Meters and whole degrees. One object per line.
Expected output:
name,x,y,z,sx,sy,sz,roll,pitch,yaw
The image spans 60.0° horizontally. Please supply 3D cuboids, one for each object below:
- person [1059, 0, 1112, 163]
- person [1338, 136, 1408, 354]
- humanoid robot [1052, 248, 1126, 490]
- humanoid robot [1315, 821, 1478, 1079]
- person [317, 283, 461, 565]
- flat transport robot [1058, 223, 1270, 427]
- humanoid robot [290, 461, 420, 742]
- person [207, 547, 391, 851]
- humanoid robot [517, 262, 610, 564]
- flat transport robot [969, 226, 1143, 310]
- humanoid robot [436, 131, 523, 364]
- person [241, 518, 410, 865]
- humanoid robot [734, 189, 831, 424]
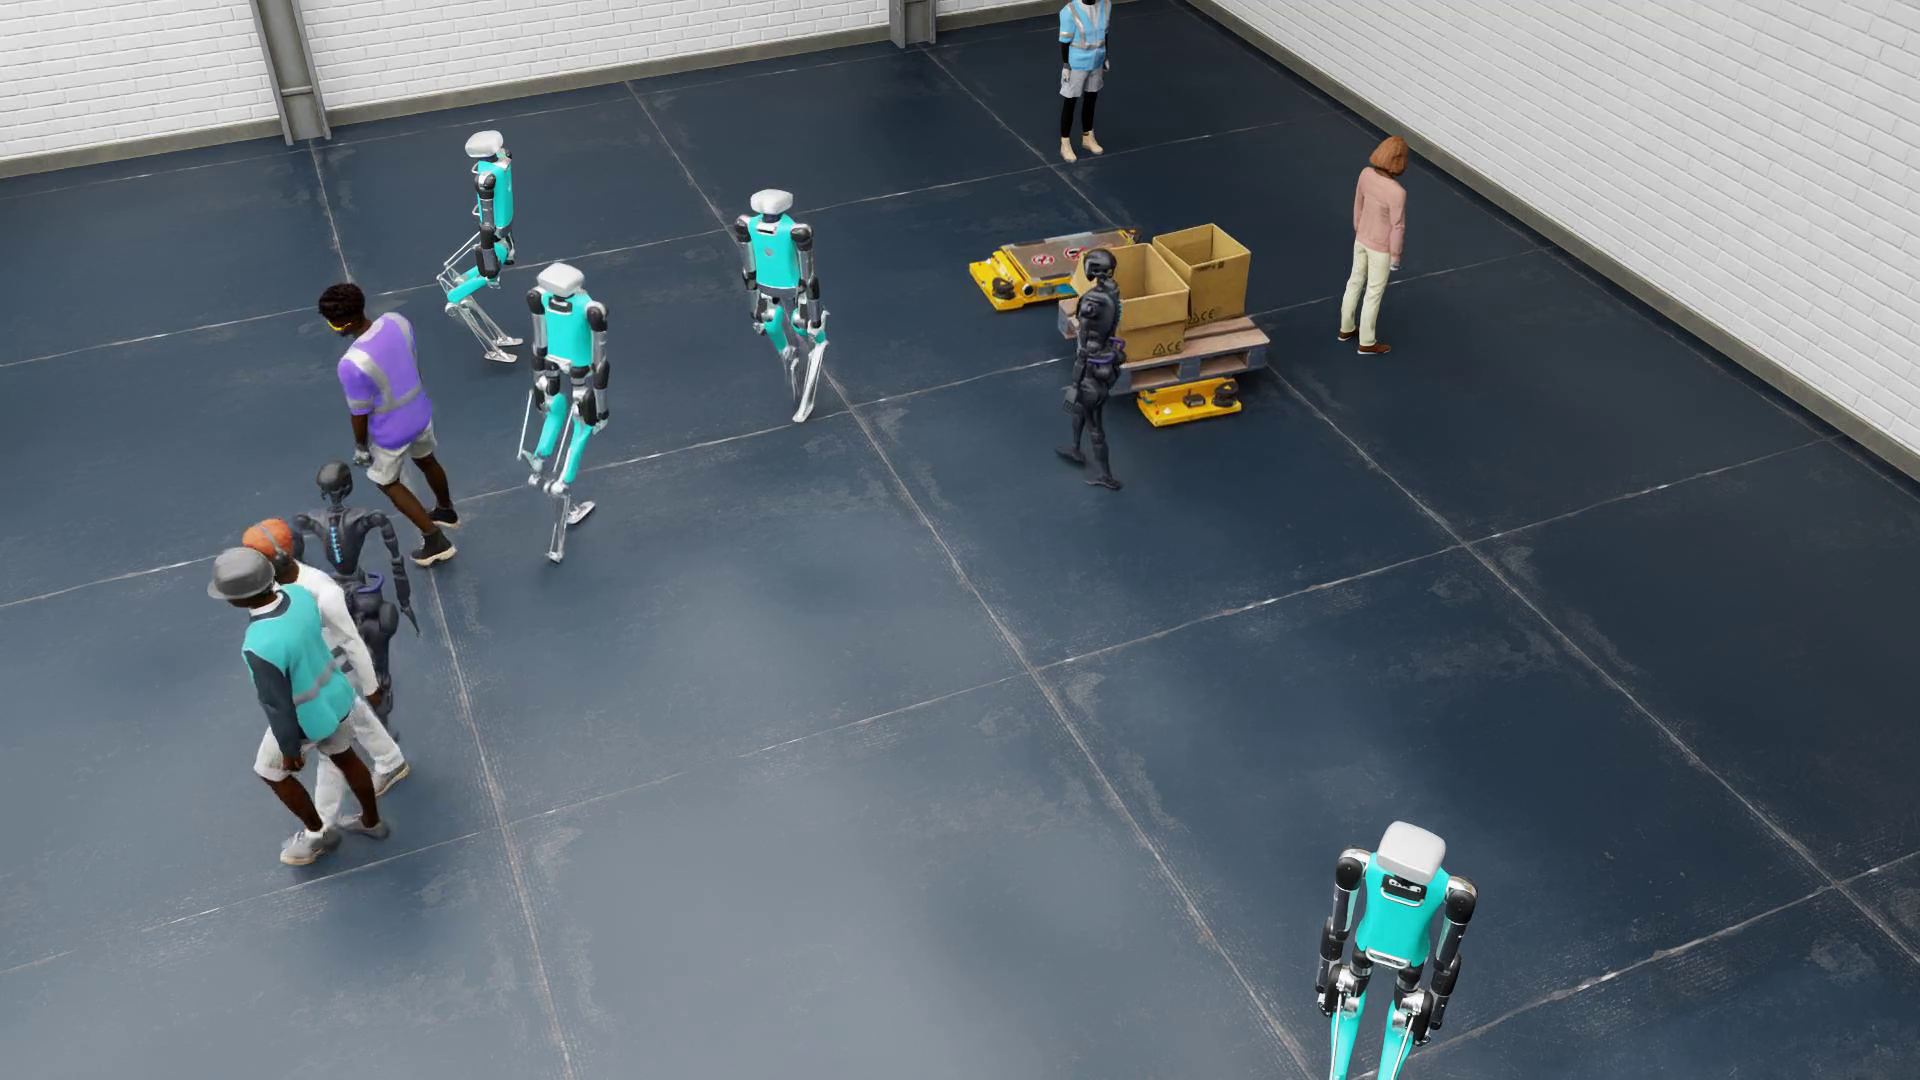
person,1.089,-4.157,14.512,0.533,1.696,0.318,-22,43,-26
person,2.977,-2.105,11.893,0.292,1.631,0.497,-17,41,-20
humanoid robot,0.812,-1.084,10.535,0.560,1.646,0.611,17,41,21
humanoid robot,1.601,1.899,6.487,0.533,1.677,0.735,15,40,18
person,-3.314,-0.699,9.832,0.463,1.926,0.669,14,40,17
flat transport robot,1.417,-1.300,11.965,0.659,0.231,1.431,-11,39,-14
humanoid robot,-3.174,0.325,8.723,0.609,1.618,0.754,-4,38,-5
person,-3.186,0.770,7.914,0.648,1.923,0.620,7,38,9
humanoid robot,-2.452,-0.681,10.027,0.548,1.871,0.848,15,40,19
flat transport robot,0.852,-2.137,13.055,1.431,0.231,0.659,-12,39,-15
humanoid robot,-3.405,-2.040,11.614,0.735,1.677,0.533,2,38,2
person,-3.196,0.705,8.065,0.590,1.843,0.940,23,43,27
humanoid robot,-1.095,-1.543,11.175,0.550,1.909,0.722,13,39,16
